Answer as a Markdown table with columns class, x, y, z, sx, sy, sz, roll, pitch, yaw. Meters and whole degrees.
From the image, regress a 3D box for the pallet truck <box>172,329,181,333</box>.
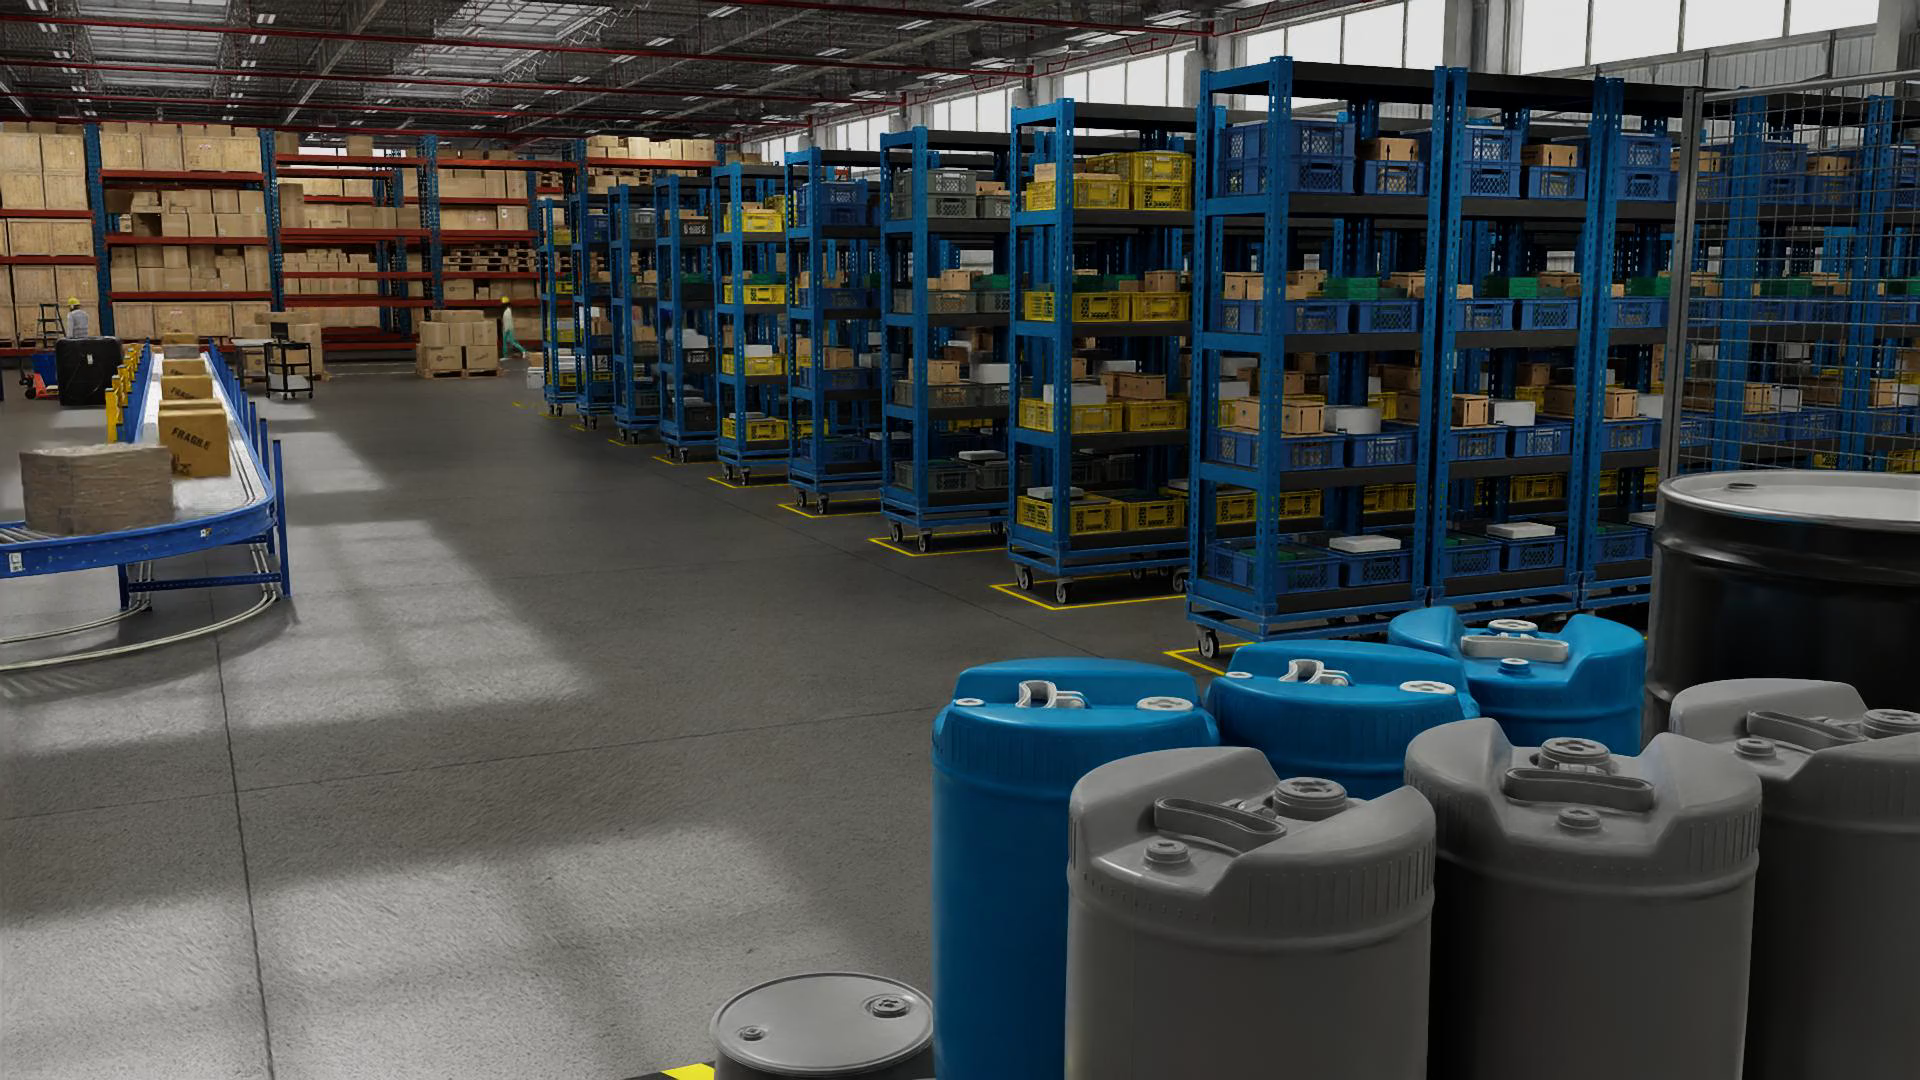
| class | x | y | z | sx | sy | sz | roll | pitch | yaw |
| --- | --- | --- | --- | --- | --- | --- | --- | --- | --- |
| pallet truck | -17.275 | -3.851 | 35.096 | 1.601 | 1.201 | 0.680 | 0 | 9 | 1 |

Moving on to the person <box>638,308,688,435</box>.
| class | x | y | z | sx | sy | sz | roll | pitch | yaw |
| --- | --- | --- | --- | --- | --- | --- | --- | --- | --- |
| person | -4.373 | -2.509 | 24.701 | 1.022 | 1.896 | 0.640 | -5 | 10 | -28 |

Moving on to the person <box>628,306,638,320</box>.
| class | x | y | z | sx | sy | sz | roll | pitch | yaw |
| --- | --- | --- | --- | --- | --- | --- | --- | --- | --- |
| person | -9.198 | -6.040 | 46.477 | 1.026 | 1.943 | 0.618 | -5 | 10 | -26 |

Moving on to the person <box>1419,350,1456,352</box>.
| class | x | y | z | sx | sy | sz | roll | pitch | yaw |
| --- | --- | --- | --- | --- | --- | --- | --- | --- | --- |
| person | 5.387 | -1.526 | 18.778 | 0.595 | 1.831 | 0.531 | -3 | 10 | -17 |

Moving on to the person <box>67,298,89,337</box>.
| class | x | y | z | sx | sy | sz | roll | pitch | yaw |
| --- | --- | --- | --- | --- | --- | --- | --- | --- | --- |
| person | -20.226 | -4.636 | 38.139 | 0.405 | 1.823 | 0.591 | 2 | 9 | 15 |

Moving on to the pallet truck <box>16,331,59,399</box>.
| class | x | y | z | sx | sy | sz | roll | pitch | yaw |
| --- | --- | --- | --- | --- | --- | --- | --- | --- | --- |
| pallet truck | -17.082 | -3.353 | 31.781 | 1.630 | 1.274 | 0.653 | -4 | 10 | -25 |

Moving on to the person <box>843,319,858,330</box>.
| class | x | y | z | sx | sy | sz | roll | pitch | yaw |
| --- | --- | --- | --- | --- | --- | --- | --- | --- | --- |
| person | -2.189 | -3.867 | 33.493 | 0.596 | 1.787 | 0.919 | -5 | 11 | -31 |

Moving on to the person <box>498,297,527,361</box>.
| class | x | y | z | sx | sy | sz | roll | pitch | yaw |
| --- | --- | --- | --- | --- | --- | --- | --- | --- | --- |
| person | -12.173 | -5.724 | 45.090 | 0.692 | 1.747 | 0.524 | -5 | 10 | -26 |
